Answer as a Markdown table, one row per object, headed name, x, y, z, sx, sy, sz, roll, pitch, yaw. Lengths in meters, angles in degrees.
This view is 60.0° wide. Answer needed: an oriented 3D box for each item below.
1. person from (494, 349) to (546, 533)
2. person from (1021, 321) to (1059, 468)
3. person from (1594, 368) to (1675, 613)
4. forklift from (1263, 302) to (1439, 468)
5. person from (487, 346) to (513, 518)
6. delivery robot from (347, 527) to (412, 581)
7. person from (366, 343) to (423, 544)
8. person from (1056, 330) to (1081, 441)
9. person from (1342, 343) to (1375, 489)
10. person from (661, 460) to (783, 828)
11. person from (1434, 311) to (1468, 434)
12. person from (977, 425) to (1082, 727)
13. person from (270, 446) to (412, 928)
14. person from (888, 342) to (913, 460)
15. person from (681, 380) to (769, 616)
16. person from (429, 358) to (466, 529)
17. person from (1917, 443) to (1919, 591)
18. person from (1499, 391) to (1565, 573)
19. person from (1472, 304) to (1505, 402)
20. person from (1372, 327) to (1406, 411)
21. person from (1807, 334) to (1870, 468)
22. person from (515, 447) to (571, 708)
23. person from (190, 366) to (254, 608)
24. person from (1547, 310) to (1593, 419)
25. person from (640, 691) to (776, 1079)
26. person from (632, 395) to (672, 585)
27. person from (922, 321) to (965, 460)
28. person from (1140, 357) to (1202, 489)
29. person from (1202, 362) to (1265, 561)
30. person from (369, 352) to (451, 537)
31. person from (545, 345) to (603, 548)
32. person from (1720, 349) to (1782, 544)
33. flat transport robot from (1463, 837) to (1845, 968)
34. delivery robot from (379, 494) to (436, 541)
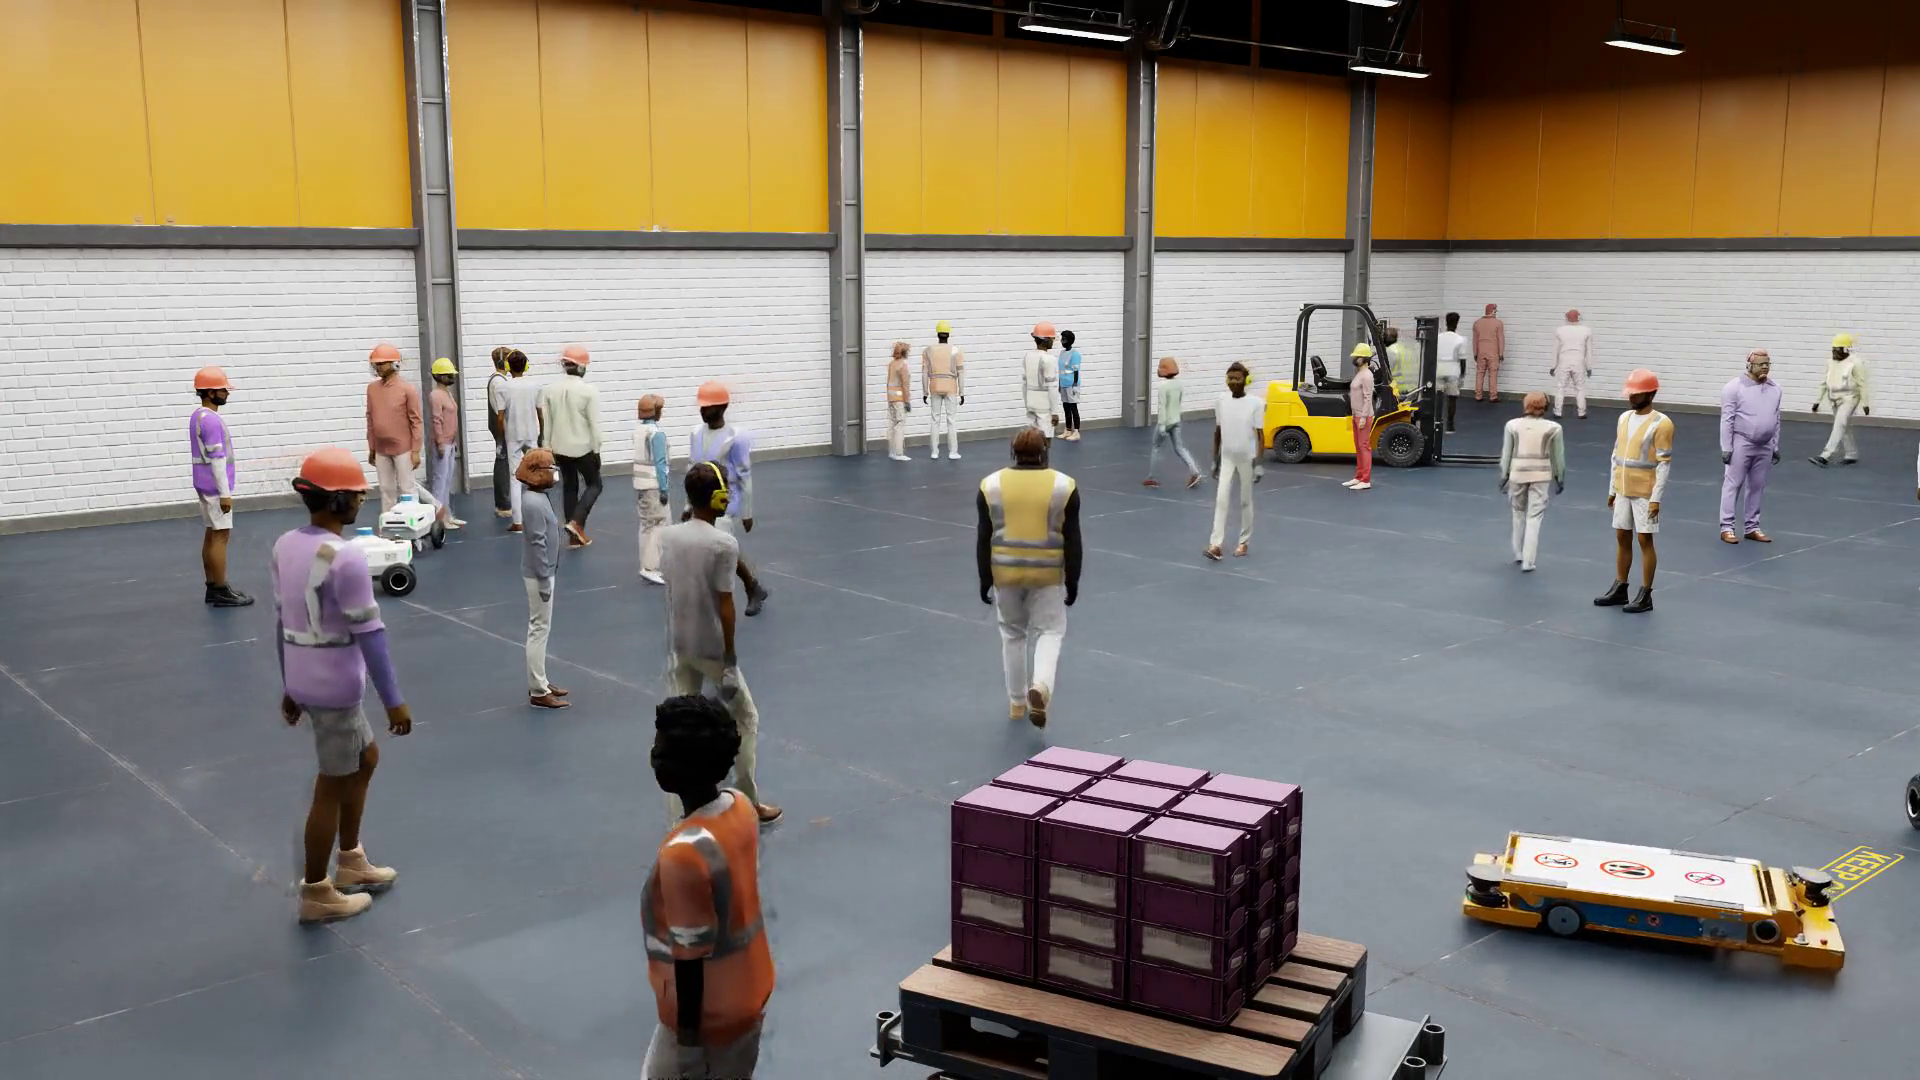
| name | x | y | z | sx | sy | sz | roll | pitch | yaw |
| --- | --- | --- | --- | --- | --- | --- | --- | --- | --- |
| person | -4.488 | -1.002 | 16.963 | 0.521 | 1.868 | 0.336 | -5 | 11 | -28 |
| person | 0.981 | -1.566 | 19.743 | 0.386 | 2.045 | 0.605 | -6 | 11 | -31 |
| person | 5.356 | -0.393 | 13.192 | 0.358 | 1.937 | 0.544 | -4 | 11 | -24 |
| forklift | 5.320 | -2.157 | 22.763 | 2.313 | 2.155 | 1.214 | 3 | 10 | 16 |
| person | -4.922 | -1.165 | 17.978 | 0.331 | 1.844 | 0.518 | -4 | 10 | -21 |
| delivery robot | -4.934 | 0.138 | 13.845 | 0.707 | 0.478 | 0.477 | -4 | 10 | -20 |
| person | -5.402 | -0.877 | 15.849 | 0.613 | 1.995 | 0.390 | 4 | 11 | 23 |
| person | 1.668 | -2.367 | 25.469 | 0.320 | 1.691 | 0.536 | -5 | 11 | -25 |
| person | 4.848 | -1.496 | 20.138 | 0.301 | 1.772 | 0.524 | 0 | 10 | 0 |
| person | -1.176 | 0.530 | 8.057 | 0.542 | 1.841 | 0.765 | 7 | 12 | 34 |
| person | 7.693 | -2.637 | 26.288 | 0.628 | 1.948 | 0.553 | 6 | 11 | 31 |
| person | 0.405 | 0.228 | 9.908 | 0.631 | 1.826 | 0.678 | 1 | 10 | 8 |
| person | -2.576 | 0.611 | 7.050 | 0.680 | 2.016 | 0.633 | -9 | 13 | -43 |
| person | -0.819 | -1.910 | 22.989 | 0.373 | 1.632 | 0.543 | -5 | 11 | -26 |
| person | -1.793 | -0.285 | 12.693 | 0.541 | 1.903 | 0.948 | 8 | 13 | 39 |
| person | -5.323 | -0.998 | 17.231 | 0.314 | 1.769 | 0.523 | 0 | 10 | -2 |
| person | 8.235 | -0.462 | 13.750 | 0.576 | 1.883 | 0.354 | 7 | 12 | 36 |
| person | 5.182 | -0.540 | 15.013 | 0.546 | 1.604 | 0.789 | 6 | 11 | 31 |
| person | 10.213 | -3.603 | 32.095 | 0.639 | 1.901 | 0.406 | 9 | 14 | 44 |
| person | 6.059 | -2.141 | 23.813 | 0.943 | 1.792 | 0.641 | 4 | 11 | 23 |
| person | 11.678 | -1.841 | 22.128 | 0.920 | 1.779 | 0.634 | -2 | 10 | -11 |
| person | -2.614 | 0.232 | 10.417 | 0.277 | 1.633 | 0.507 | -2 | 10 | -14 |
| person | -5.968 | -0.427 | 13.386 | 0.358 | 1.938 | 0.545 | -7 | 12 | -36 |
| person | 10.567 | -3.029 | 28.790 | 0.792 | 1.883 | 0.436 | 1 | 10 | 8 |
| person | -0.648 | 1.229 | 4.413 | 0.395 | 1.687 | 0.532 | 2 | 10 | 12 |
| person | -2.690 | -0.436 | 14.382 | 0.401 | 1.617 | 0.594 | -7 | 12 | -37 |
| person | -0.226 | -2.069 | 23.033 | 0.595 | 1.924 | 0.376 | 1 | 10 | 8 |
| person | 2.576 | -1.419 | 20.172 | 0.801 | 1.605 | 0.503 | 9 | 13 | 43 |
| person | 2.524 | -0.709 | 15.340 | 0.554 | 1.830 | 0.913 | 5 | 11 | 27 |
| person | -5.546 | -0.971 | 16.664 | 0.658 | 1.910 | 0.665 | -4 | 10 | -21 |
| person | -3.698 | -0.881 | 15.934 | 0.617 | 1.974 | 0.500 | 3 | 10 | 18 |
| person | 7.782 | -0.915 | 16.346 | 0.641 | 1.905 | 0.410 | -2 | 10 | -12 |
| flat transport robot | 2.901 | 1.491 | 7.027 | 1.431 | 0.197 | 0.652 | 4 | 10 | 21 |
| delivery robot | -5.234 | -0.188 | 15.757 | 0.477 | 0.478 | 0.707 | 0 | 10 | 0 |
